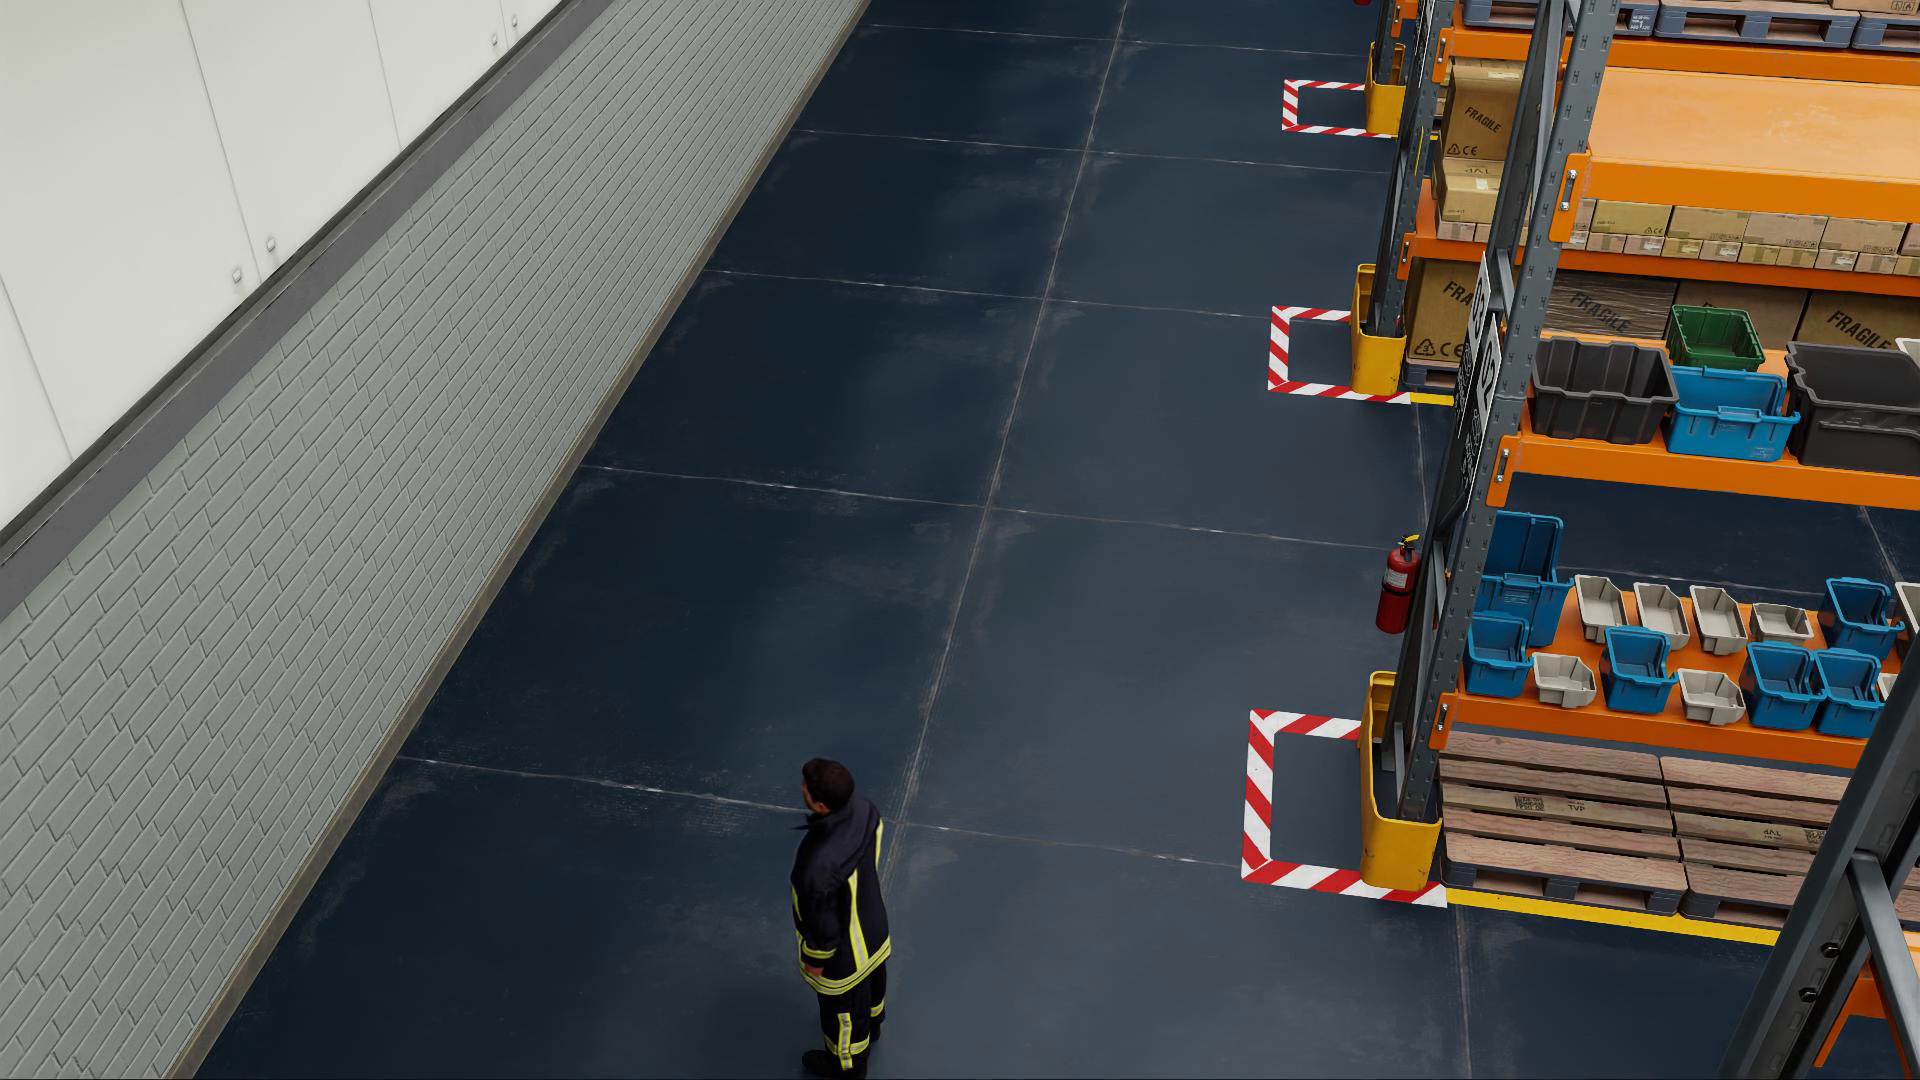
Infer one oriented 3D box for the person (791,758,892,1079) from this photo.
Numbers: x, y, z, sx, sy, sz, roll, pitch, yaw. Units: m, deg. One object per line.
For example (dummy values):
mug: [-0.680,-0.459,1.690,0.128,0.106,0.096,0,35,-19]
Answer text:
person: [-0.522,1.693,7.419,0.712,1.928,0.814,12,39,15]
